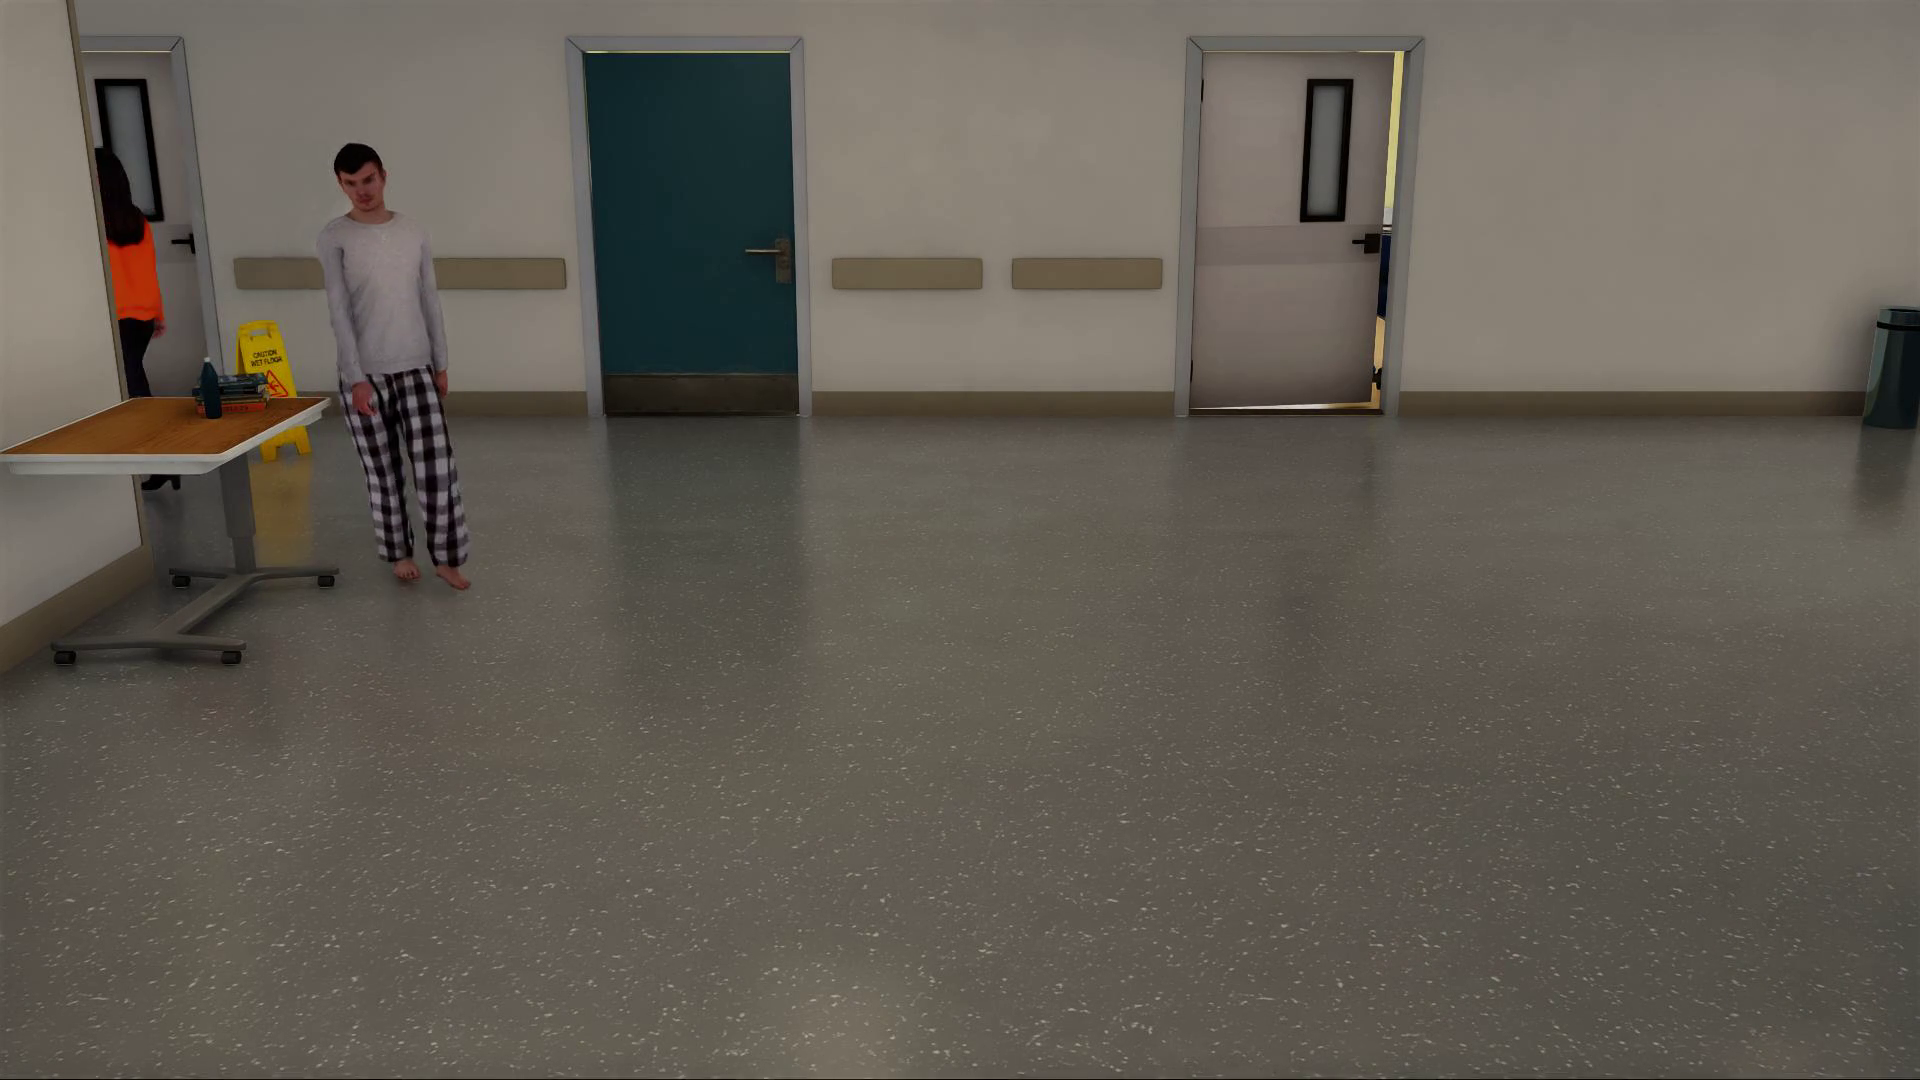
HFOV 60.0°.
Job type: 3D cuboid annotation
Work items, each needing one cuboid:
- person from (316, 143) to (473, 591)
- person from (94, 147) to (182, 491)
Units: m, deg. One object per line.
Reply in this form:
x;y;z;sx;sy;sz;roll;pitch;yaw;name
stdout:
-2.402;-0.695;6.870;0.945;1.814;0.958;-10;19;-31;person
-4.168;-1.085;8.424;1.070;1.722;0.830;6;17;19;person
